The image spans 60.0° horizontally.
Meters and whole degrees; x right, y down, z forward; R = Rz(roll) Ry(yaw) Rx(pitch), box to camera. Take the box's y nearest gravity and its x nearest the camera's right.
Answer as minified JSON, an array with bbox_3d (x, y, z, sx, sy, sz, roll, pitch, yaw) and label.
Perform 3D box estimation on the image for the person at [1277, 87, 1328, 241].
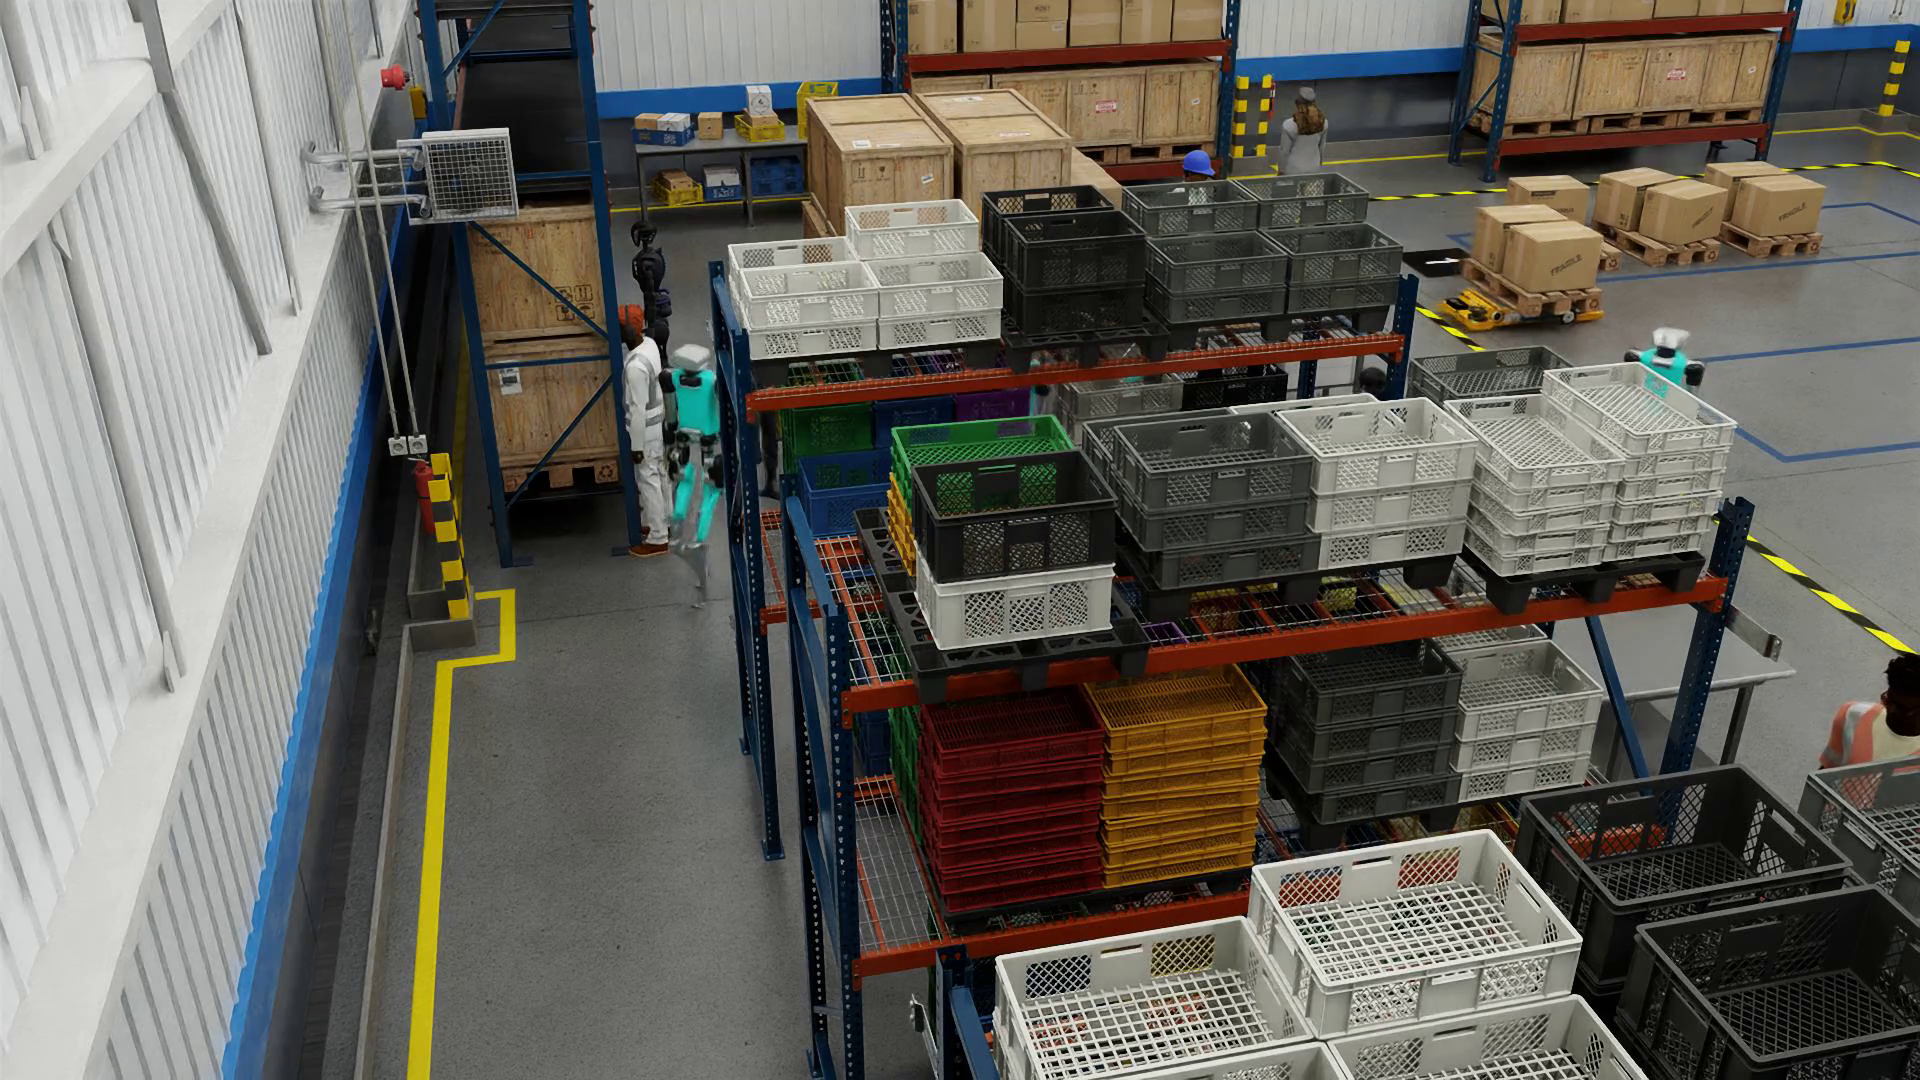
[{"bbox_3d":[3.704,-4.023,18.069,0.563,1.769,0.399,-10,30,-19],"label":"person"}]

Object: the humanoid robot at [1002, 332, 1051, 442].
[{"bbox_3d":[0.198,-0.452,11.437,0.573,1.884,0.839,24,36,37],"label":"humanoid robot"}]

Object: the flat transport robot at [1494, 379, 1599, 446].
[{"bbox_3d":[4.780,-1.036,14.013,0.659,0.231,1.431,-6,28,-12],"label":"flat transport robot"}]

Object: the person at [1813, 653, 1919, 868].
[{"bbox_3d":[4.167,1.369,7.630,0.369,1.964,0.607,-19,33,-32],"label":"person"}]

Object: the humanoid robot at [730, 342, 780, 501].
[{"bbox_3d":[-1.576,-1.084,12.601,0.506,1.644,0.594,16,32,27],"label":"humanoid robot"}]

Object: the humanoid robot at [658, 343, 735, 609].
[{"bbox_3d":[-1.848,-0.356,11.214,0.539,1.844,0.737,10,29,18],"label":"humanoid robot"}]

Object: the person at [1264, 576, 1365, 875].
[{"bbox_3d":[1.867,0.966,8.563,0.435,1.797,0.630,1,28,3],"label":"person"}]

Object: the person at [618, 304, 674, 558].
[{"bbox_3d":[-2.243,-0.786,11.814,0.338,1.878,0.575,0,28,0],"label":"person"}]

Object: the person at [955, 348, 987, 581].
[{"bbox_3d":[0.252,-0.429,11.017,0.861,2.005,0.627,-8,29,-16],"label":"person"}]

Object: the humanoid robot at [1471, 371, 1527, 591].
[{"bbox_3d":[3.586,-0.156,10.804,0.548,1.805,0.796,1,28,3],"label":"humanoid robot"}]

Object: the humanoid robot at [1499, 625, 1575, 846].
[{"bbox_3d":[2.949,1.121,8.442,0.798,1.863,0.559,-2,28,-4],"label":"humanoid robot"}]

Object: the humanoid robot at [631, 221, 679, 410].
[{"bbox_3d":[-2.603,-1.903,14.131,0.315,1.657,0.599,-5,28,-10],"label":"humanoid robot"}]

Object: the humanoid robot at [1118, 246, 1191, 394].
[{"bbox_3d":[1.449,-1.488,13.156,0.735,1.672,0.533,-11,30,-19],"label":"humanoid robot"}]

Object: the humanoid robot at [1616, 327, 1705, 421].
[{"bbox_3d":[5.025,-0.779,12.035,0.530,1.772,1.068,15,31,27],"label":"humanoid robot"}]

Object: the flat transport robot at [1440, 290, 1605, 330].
[{"bbox_3d":[5.567,-2.332,16.442,1.431,0.197,0.652,-6,28,-12],"label":"flat transport robot"}]

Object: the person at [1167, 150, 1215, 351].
[{"bbox_3d":[2.072,-2.600,15.195,0.408,1.939,0.602,17,32,29],"label":"person"}]

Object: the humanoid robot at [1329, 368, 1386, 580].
[{"bbox_3d":[2.700,-0.396,11.326,0.577,1.630,0.609,-25,36,-38],"label":"humanoid robot"}]

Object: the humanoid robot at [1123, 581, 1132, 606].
[{"bbox_3d":[1.022,-0.129,10.798,0.674,1.630,0.601,-5,28,-9],"label":"humanoid robot"}]
